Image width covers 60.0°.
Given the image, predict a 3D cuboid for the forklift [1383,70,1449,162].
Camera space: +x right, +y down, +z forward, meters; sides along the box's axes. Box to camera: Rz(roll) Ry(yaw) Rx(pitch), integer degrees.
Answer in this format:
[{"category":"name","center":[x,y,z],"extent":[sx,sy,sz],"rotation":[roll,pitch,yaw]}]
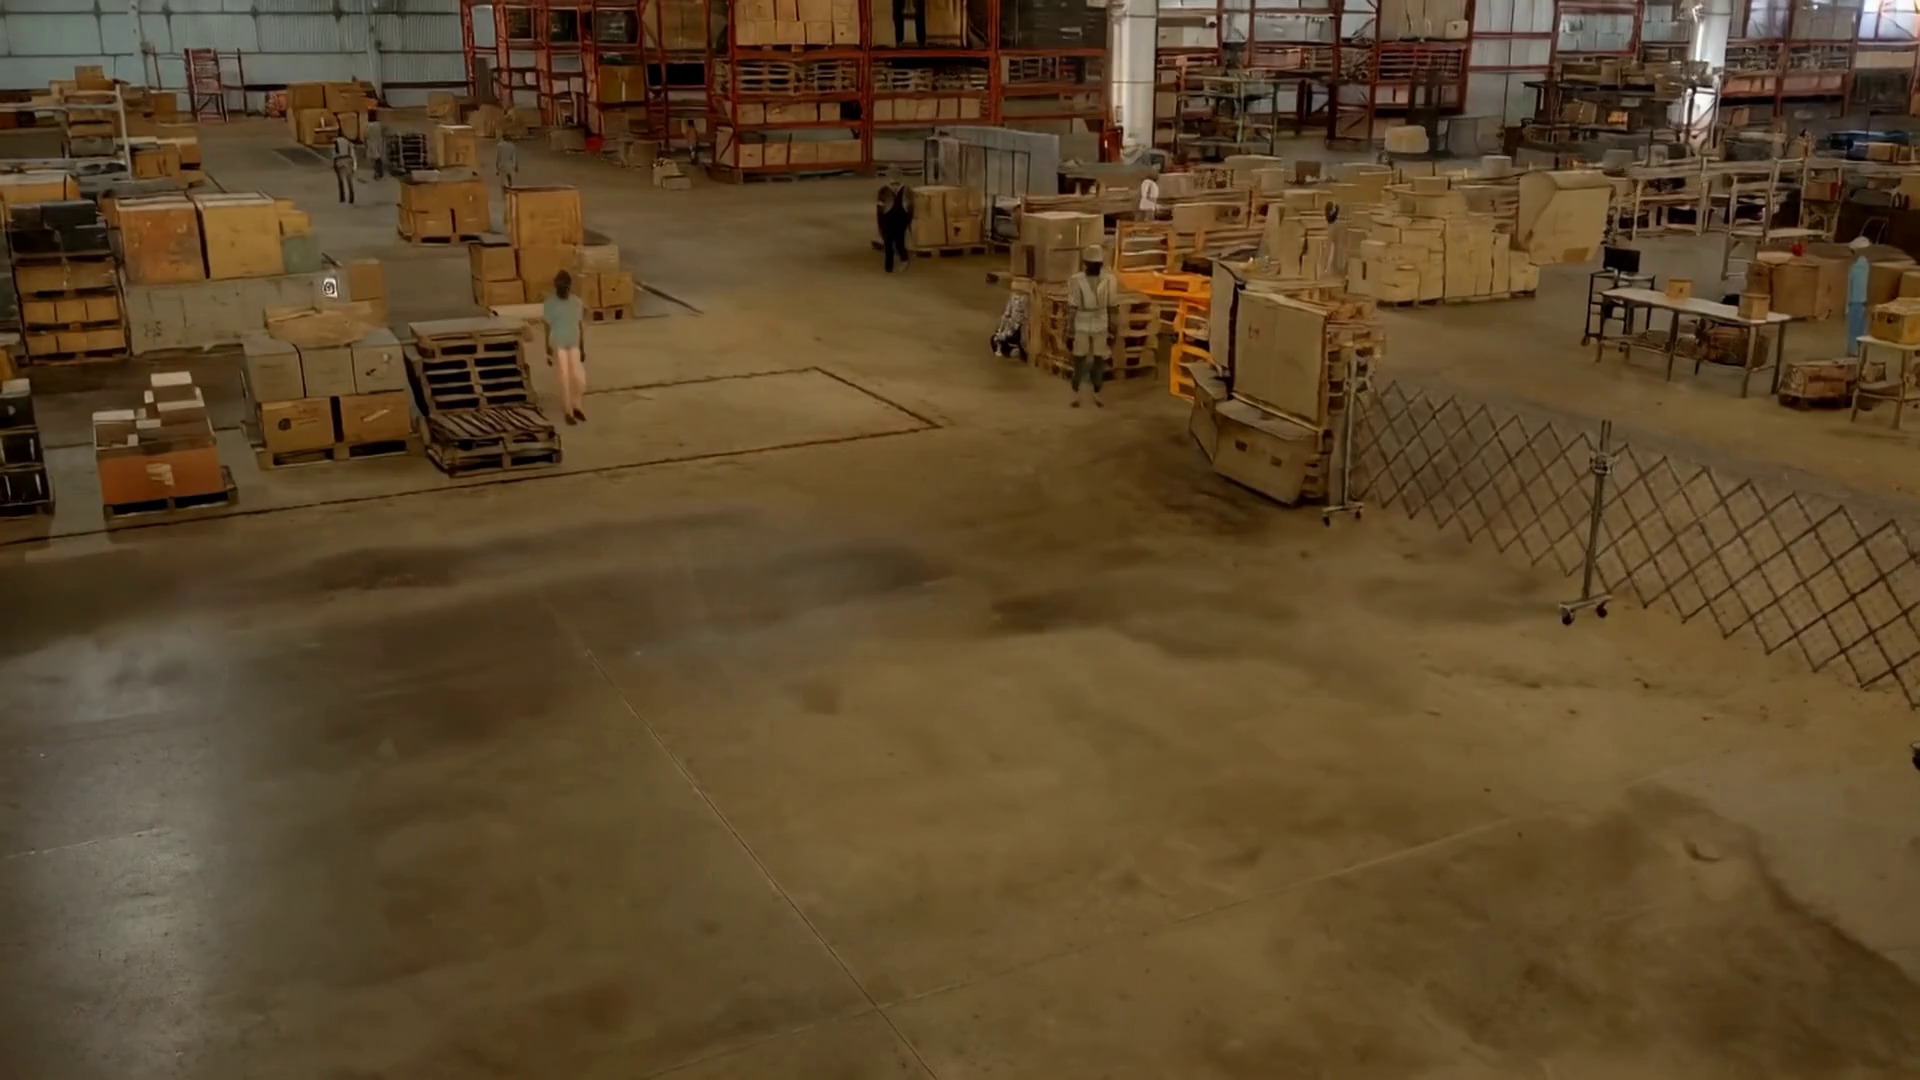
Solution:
[{"category":"forklift","center":[14.660,-13.589,53.200],"extent":[1.873,2.768,1.129],"rotation":[-9,20,-26]}]

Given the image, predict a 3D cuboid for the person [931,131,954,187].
[{"category":"person","center":[-0.499,-9.362,41.783],"extent":[0.896,1.790,0.614],"rotation":[-11,21,-32]}]

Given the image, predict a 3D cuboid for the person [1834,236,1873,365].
[{"category":"person","center":[12.282,-3.286,22.876],"extent":[0.310,1.768,0.533],"rotation":[12,22,34]}]

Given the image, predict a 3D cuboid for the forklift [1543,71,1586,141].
[{"category":"forklift","center":[18.685,-13.231,52.085],"extent":[1.873,2.768,1.129],"rotation":[-9,20,-26]}]

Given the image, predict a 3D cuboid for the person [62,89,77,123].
[{"category":"person","center":[-32.207,-15.350,60.239],"extent":[0.395,1.919,0.590],"rotation":[-17,24,-42]}]

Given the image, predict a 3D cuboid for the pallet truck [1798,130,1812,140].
[{"category":"pallet truck","center":[25.526,-11.556,49.408],"extent":[1.630,1.274,0.653],"rotation":[-9,20,-26]}]

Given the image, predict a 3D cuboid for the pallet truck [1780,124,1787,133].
[{"category":"pallet truck","center":[25.206,-12.542,52.601],"extent":[1.601,1.201,0.680],"rotation":[0,18,-2]}]

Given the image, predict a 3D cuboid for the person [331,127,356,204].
[{"category":"person","center":[-15.449,-9.402,41.745],"extent":[0.561,1.895,0.978],"rotation":[-10,20,-29]}]

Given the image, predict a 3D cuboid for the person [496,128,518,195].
[{"category":"person","center":[-11.094,-9.088,40.706],"extent":[0.583,1.923,0.396],"rotation":[-15,23,-40]}]

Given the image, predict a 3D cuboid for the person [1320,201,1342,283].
[{"category":"person","center":[5.887,-4.415,26.268],"extent":[0.446,1.849,0.566],"rotation":[5,18,14]}]

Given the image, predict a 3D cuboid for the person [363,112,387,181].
[{"category":"person","center":[-16.636,-11.177,47.261],"extent":[1.031,1.909,0.611],"rotation":[14,22,36]}]

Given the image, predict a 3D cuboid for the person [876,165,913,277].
[{"category":"person","center":[-1.228,-5.831,30.365],"extent":[0.684,2.000,0.539],"rotation":[-8,20,-24]}]

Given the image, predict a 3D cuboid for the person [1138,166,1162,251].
[{"category":"person","center":[3.887,-6.726,33.753],"extent":[0.672,1.677,0.551],"rotation":[-8,19,-23]}]

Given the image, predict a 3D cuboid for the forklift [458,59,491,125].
[{"category":"forklift","center":[-18.558,-17.276,64.695],"extent":[1.873,2.768,1.129],"rotation":[-9,20,-26]}]

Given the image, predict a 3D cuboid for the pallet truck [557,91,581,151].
[{"category":"pallet truck","center":[-13.495,-14.412,57.188],"extent":[0.823,1.965,1.885],"rotation":[-3,18,-9]}]

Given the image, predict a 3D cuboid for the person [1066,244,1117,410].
[{"category":"person","center":[1.602,-2.581,20.232],"extent":[0.615,2.040,0.391],"rotation":[-1,18,-5]}]

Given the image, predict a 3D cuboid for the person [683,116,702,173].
[{"category":"person","center":[-7.957,-11.808,49.612],"extent":[0.539,1.667,0.602],"rotation":[-1,18,-4]}]

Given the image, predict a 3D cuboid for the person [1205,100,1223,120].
[{"category":"person","center":[8.739,-14.397,57.321],"extent":[0.640,1.886,0.503],"rotation":[1,18,3]}]

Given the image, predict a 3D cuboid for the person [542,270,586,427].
[{"category":"person","center":[-4.610,-2.229,19.440],"extent":[0.506,1.854,0.400],"rotation":[-11,21,-31]}]

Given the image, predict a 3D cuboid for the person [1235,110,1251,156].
[{"category":"person","center":[9.019,-12.822,52.797],"extent":[0.561,1.649,0.793],"rotation":[-5,18,-14]}]
